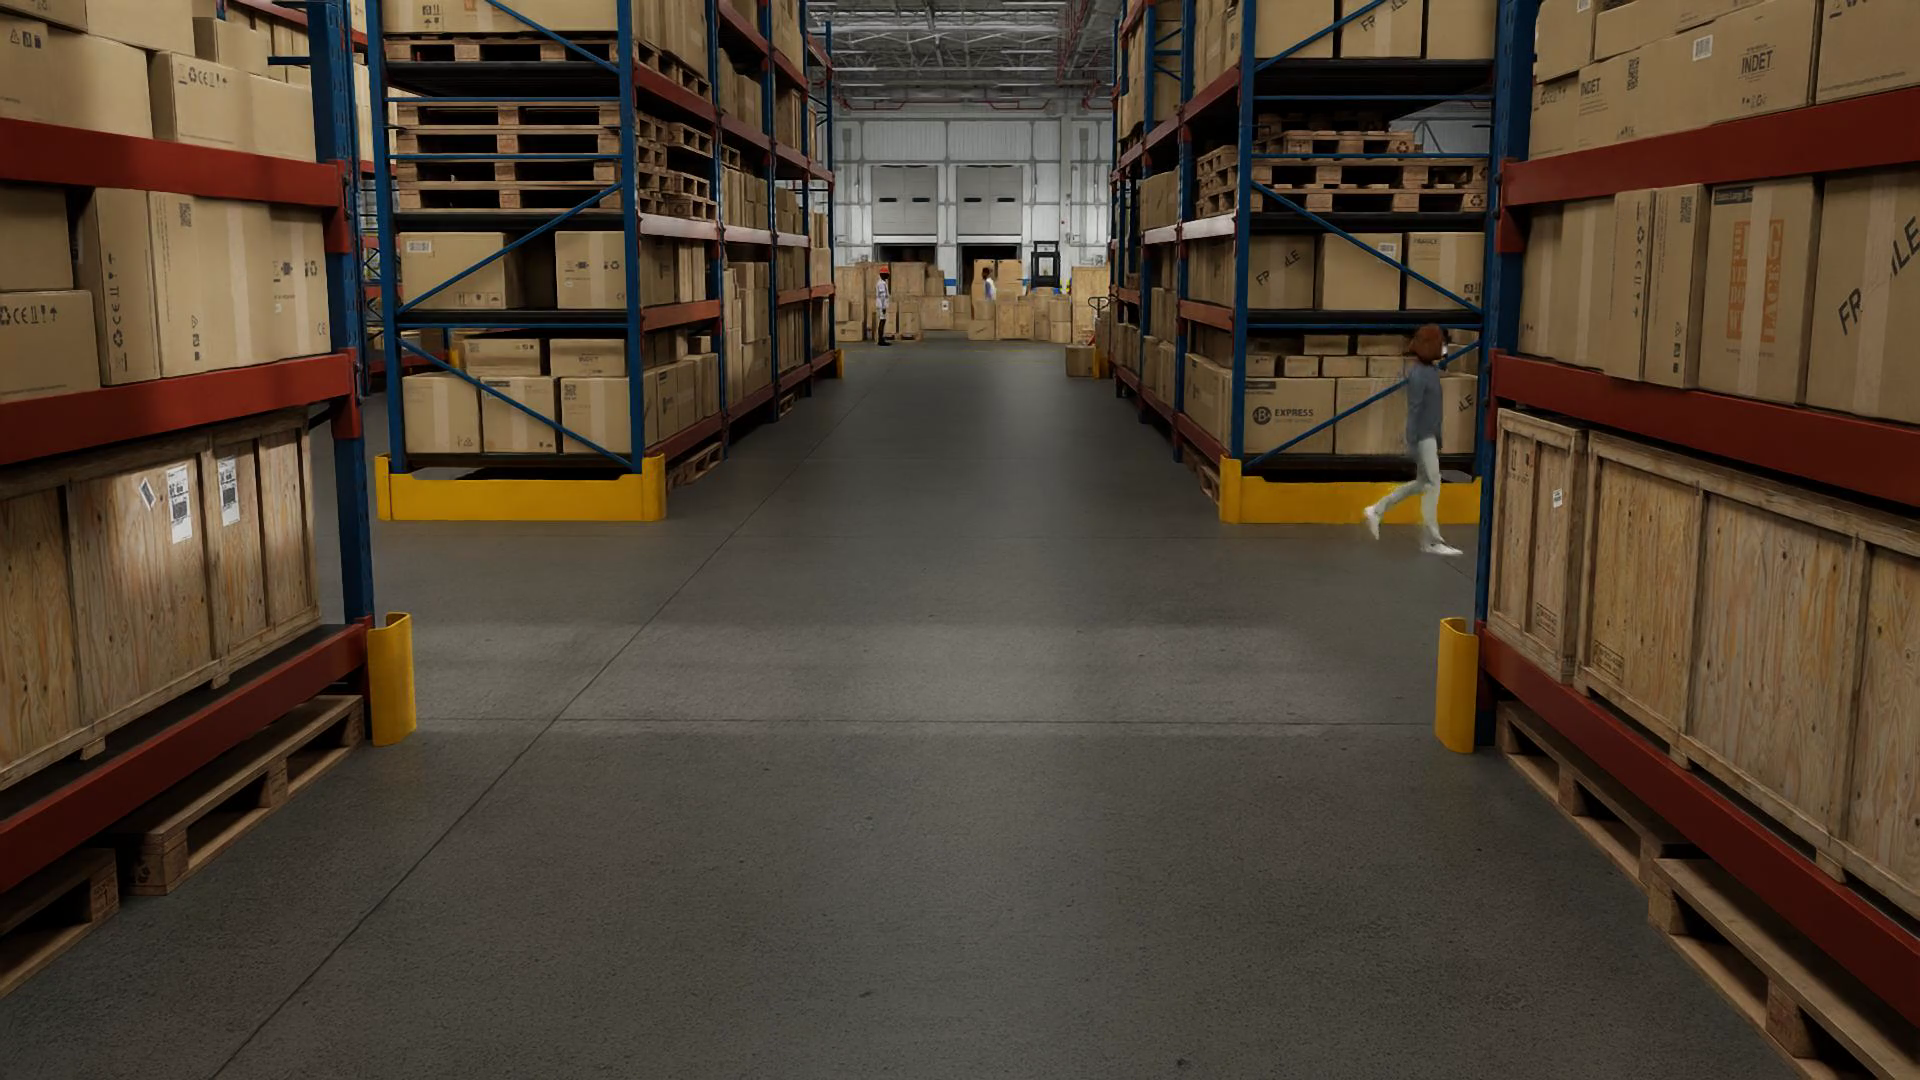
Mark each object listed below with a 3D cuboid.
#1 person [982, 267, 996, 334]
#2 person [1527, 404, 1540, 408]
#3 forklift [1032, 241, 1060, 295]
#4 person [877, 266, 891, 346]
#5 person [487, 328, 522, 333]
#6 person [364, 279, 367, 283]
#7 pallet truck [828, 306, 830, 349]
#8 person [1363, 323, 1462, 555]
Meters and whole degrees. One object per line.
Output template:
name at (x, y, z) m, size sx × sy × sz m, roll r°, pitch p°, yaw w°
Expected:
person at (0.832, -6.476, 45.278) m, size 0.507 × 1.902 × 0.604 m, roll 1°, pitch 10°, yaw 5°
person at (5.178, -1.355, 14.248) m, size 0.618 × 2.020 × 0.736 m, roll 0°, pitch 9°, yaw -2°
forklift at (3.177, -9.688, 61.592) m, size 1.129 × 2.768 × 1.873 m, roll 0°, pitch 9°, yaw 1°
person at (-1.847, -5.694, 40.489) m, size 0.360 × 1.935 × 0.552 m, roll -1°, pitch 10°, yaw -6°
person at (-5.710, -2.441, 21.094) m, size 0.638 × 1.910 × 0.407 m, roll 7°, pitch 12°, yaw 38°
person at (-21.670, -8.875, 60.079) m, size 0.549 × 1.754 × 0.462 m, roll -1°, pitch 10°, yaw -4°
pallet truck at (-3.100, -3.940, 29.800) m, size 1.885 × 1.965 × 0.823 m, roll 3°, pitch 10°, yaw 19°
person at (3.183, -0.710, 11.591) m, size 0.650 × 1.614 × 0.505 m, roll 4°, pitch 10°, yaw 24°
